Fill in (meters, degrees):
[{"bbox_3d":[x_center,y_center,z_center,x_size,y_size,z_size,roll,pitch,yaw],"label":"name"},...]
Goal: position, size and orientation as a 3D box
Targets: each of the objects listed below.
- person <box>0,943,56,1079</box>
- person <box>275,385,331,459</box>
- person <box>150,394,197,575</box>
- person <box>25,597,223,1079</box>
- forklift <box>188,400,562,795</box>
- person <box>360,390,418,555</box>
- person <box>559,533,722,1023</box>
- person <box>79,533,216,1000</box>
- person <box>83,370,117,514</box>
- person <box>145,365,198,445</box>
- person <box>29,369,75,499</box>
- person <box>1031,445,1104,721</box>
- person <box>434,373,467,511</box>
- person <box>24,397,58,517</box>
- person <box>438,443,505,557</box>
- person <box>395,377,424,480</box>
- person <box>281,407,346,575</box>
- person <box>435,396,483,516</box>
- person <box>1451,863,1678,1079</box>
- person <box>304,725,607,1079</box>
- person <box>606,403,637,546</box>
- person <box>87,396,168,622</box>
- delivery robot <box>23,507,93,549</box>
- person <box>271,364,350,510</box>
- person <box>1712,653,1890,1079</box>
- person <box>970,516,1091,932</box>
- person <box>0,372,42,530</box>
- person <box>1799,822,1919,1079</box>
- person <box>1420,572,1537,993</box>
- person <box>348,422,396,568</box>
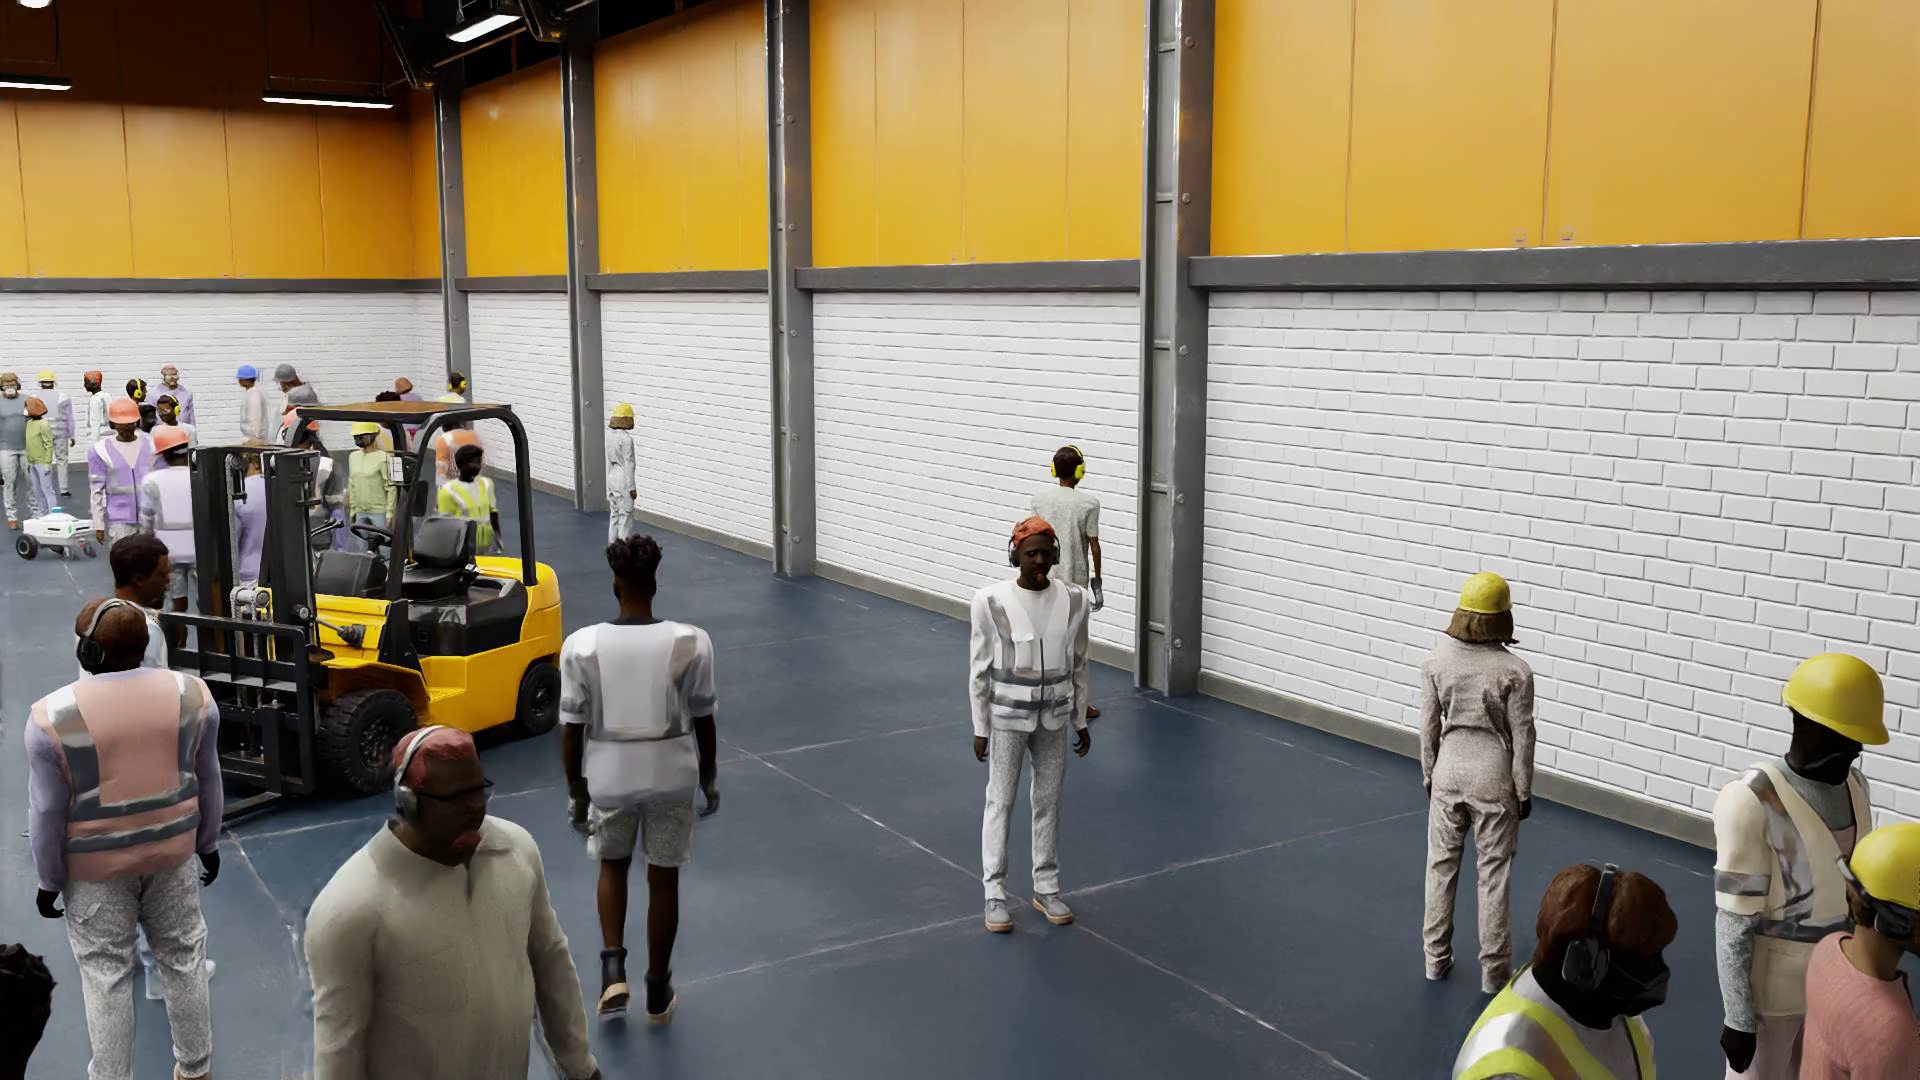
[{"bbox_3d":[-1.413,1.537,2.495,0.367,1.966,0.607,-5,10,-32],"label":"person"},{"bbox_3d":[-6.151,-0.452,15.651,0.537,2.000,0.690,-2,9,-14],"label":"person"},{"bbox_3d":[-8.007,-0.560,17.001,0.510,1.861,0.324,1,8,4],"label":"person"},{"bbox_3d":[-2.894,1.108,5.794,0.633,1.845,0.429,-8,12,-44],"label":"person"},{"bbox_3d":[-3.529,0.258,10.348,1.214,2.155,2.313,4,9,25],"label":"forklift"},{"bbox_3d":[-5.554,-0.476,16.119,0.490,1.954,0.630,4,10,28],"label":"person"},{"bbox_3d":[-1.251,0.942,6.565,0.600,1.944,0.420,-1,8,-4],"label":"person"},{"bbox_3d":[-3.396,0.927,6.835,0.467,1.908,0.667,-7,11,-40],"label":"person"},{"bbox_3d":[-11.239,-1.278,21.765,0.357,1.880,0.576,-2,9,-10],"label":"person"},{"bbox_3d":[-10.722,-1.428,22.674,0.406,1.910,0.639,8,12,44],"label":"person"},{"bbox_3d":[-12.737,-1.480,23.323,0.591,1.822,0.404,-4,9,-23],"label":"person"},{"bbox_3d":[0.714,0.295,11.207,0.535,1.864,0.309,3,9,21],"label":"person"},{"bbox_3d":[-6.735,-1.316,22.234,0.647,1.811,0.916,7,11,39],"label":"person"},{"bbox_3d":[-11.153,-0.916,20.143,0.507,1.633,0.276,6,10,36],"label":"person"},{"bbox_3d":[-4.101,0.010,13.838,0.792,1.661,0.525,6,10,34],"label":"person"},{"bbox_3d":[-8.386,-1.676,25.322,0.534,1.616,0.401,-4,9,-25],"label":"person"},{"bbox_3d":[-4.925,0.020,12.515,0.601,2.036,0.407,-2,9,-11],"label":"person"},{"bbox_3d":[-4.764,-0.414,15.844,0.409,1.911,0.653,5,10,29],"label":"person"},{"bbox_3d":[1.101,1.493,3.311,0.702,1.820,0.647,6,10,34],"label":"person"},{"bbox_3d":[-1.198,1.356,4.067,0.987,1.854,0.656,5,10,30],"label":"person"},{"bbox_3d":[-3.541,-0.575,17.518,0.323,1.737,0.488,-6,11,-37],"label":"person"},{"bbox_3d":[-6.922,-0.188,13.924,0.612,2.030,0.403,-6,11,-37],"label":"person"},{"bbox_3d":[-9.785,-0.115,18.046,0.707,0.478,0.477,3,9,19],"label":"delivery robot"},{"bbox_3d":[-8.407,-1.307,21.415,0.912,2.000,0.702,-1,9,-9],"label":"person"},{"bbox_3d":[2.324,1.246,4.618,0.585,1.917,0.381,-5,10,-31],"label":"person"},{"bbox_3d":[0.324,0.827,7.562,0.574,1.882,0.358,-3,9,-17],"label":"person"},{"bbox_3d":[-11.518,-1.084,20.299,0.639,1.928,0.374,-6,10,-36],"label":"person"},{"bbox_3d":[1.998,1.468,3.679,0.342,1.757,0.533,2,9,14],"label":"person"},{"bbox_3d":[2.142,0.995,6.893,0.485,1.744,0.294,7,11,38],"label":"person"},{"bbox_3d":[-5.396,-0.255,15.241,0.526,1.768,0.331,4,9,26],"label":"person"}]
